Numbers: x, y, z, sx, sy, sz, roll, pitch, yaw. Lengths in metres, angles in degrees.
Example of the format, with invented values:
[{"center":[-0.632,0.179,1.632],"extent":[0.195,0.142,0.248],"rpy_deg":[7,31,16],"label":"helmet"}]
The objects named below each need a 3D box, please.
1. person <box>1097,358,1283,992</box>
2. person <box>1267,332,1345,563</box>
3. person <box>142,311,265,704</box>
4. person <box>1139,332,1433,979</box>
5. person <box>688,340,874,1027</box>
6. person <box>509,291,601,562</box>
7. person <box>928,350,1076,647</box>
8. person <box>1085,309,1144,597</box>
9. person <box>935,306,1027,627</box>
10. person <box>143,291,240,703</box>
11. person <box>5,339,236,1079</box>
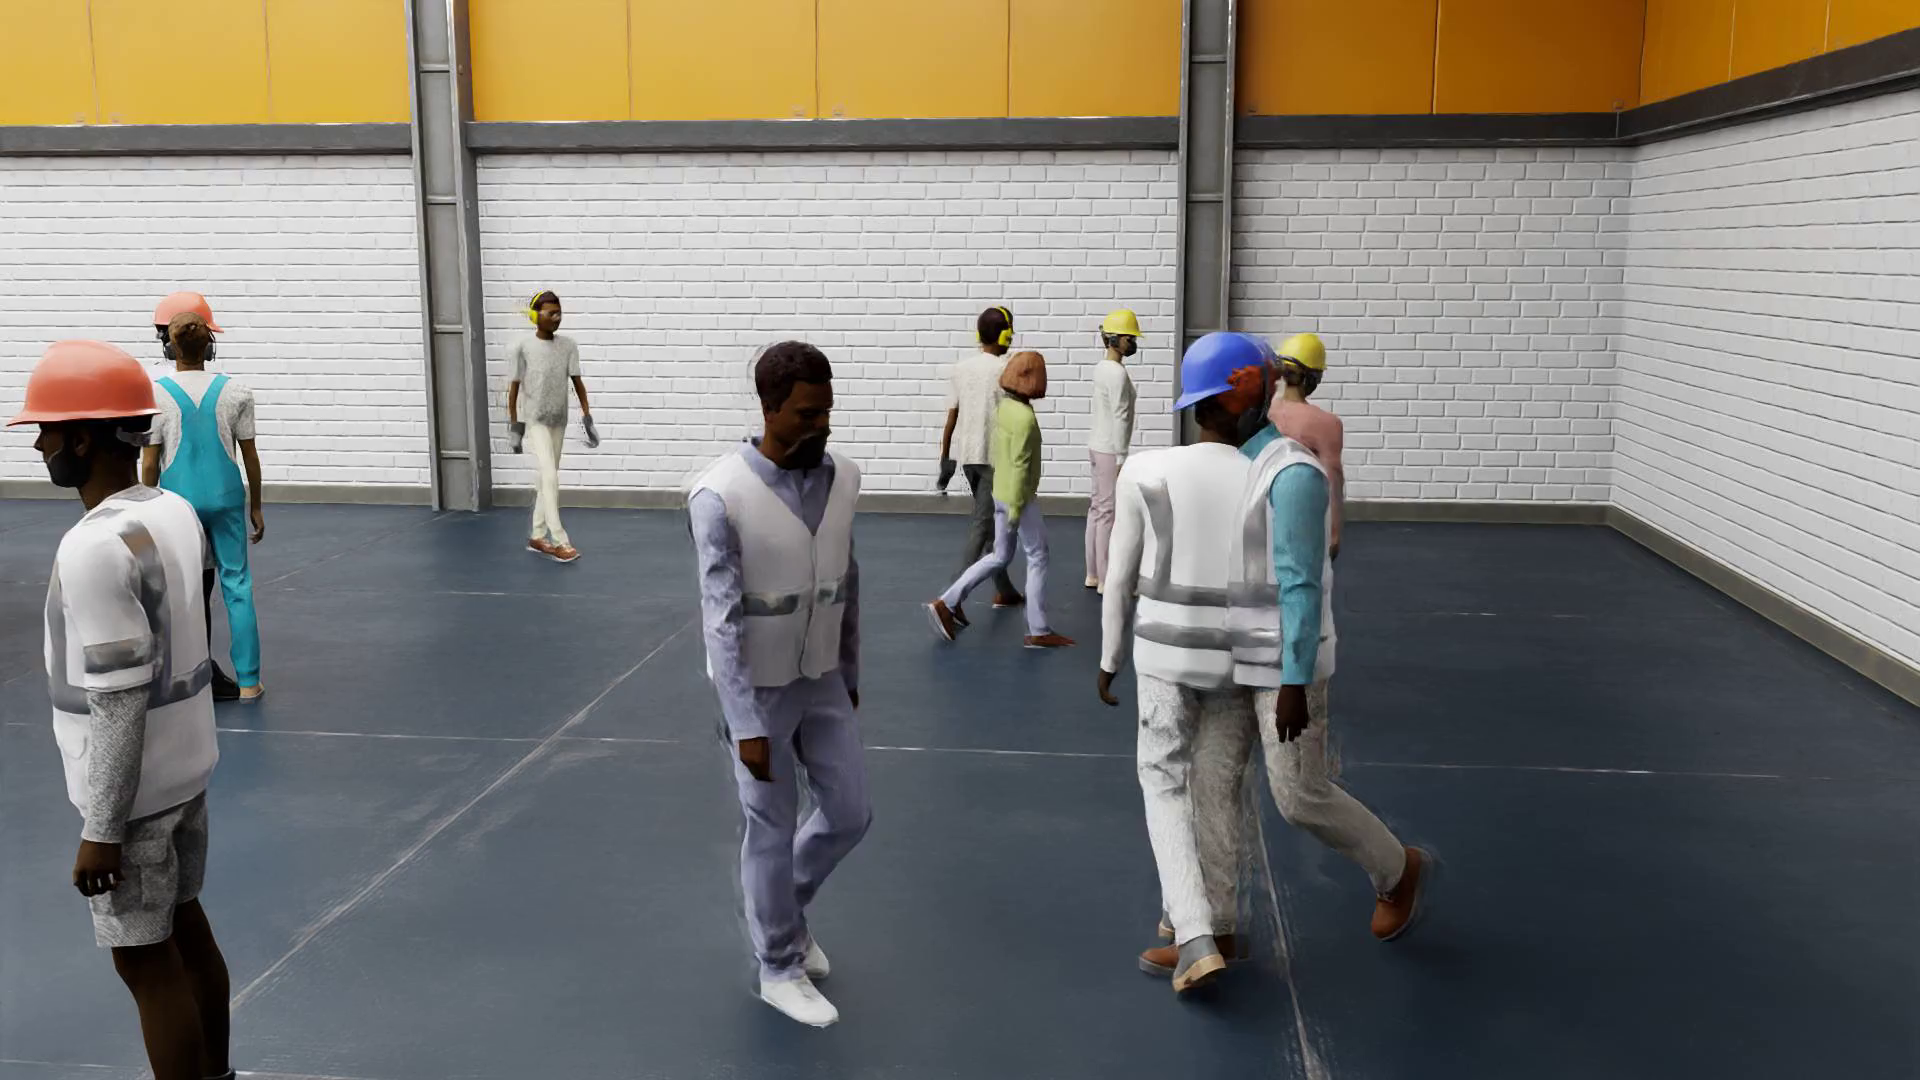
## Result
[{"center":[0.701,0.370,4.872],"extent":[0.599,1.863,0.724],"rpy_deg":[0,10,0],"label":"person"},{"center":[1.489,-0.072,7.623],"extent":[0.539,1.750,0.578],"rpy_deg":[7,12,36],"label":"person"},{"center":[-3.506,-0.130,7.715],"extent":[0.514,1.845,0.338],"rpy_deg":[-6,12,-30],"label":"person"},{"center":[0.980,0.342,4.872],"extent":[0.868,1.898,0.654],"rpy_deg":[-3,10,-19],"label":"person"},{"center":[-0.472,0.404,4.523],"extent":[0.454,1.894,0.618],"rpy_deg":[9,13,41],"label":"person"},{"center":[-2.761,-0.772,11.418],"extent":[0.873,1.835,0.526],"rpy_deg":[9,13,42],"label":"person"},{"center":[0.226,-0.207,8.838],"extent":[0.723,1.606,0.497],"rpy_deg":[-2,10,-14],"label":"person"},{"center":[0.955,-0.535,10.271],"extent":[0.330,1.765,0.526],"rpy_deg":[-2,10,-9],"label":"person"},{"center":[0.122,-0.418,9.570],"extent":[0.554,1.823,1.041],"rpy_deg":[7,12,35],"label":"person"},{"center":[-3.624,-0.197,7.849],"extent":[0.545,1.933,0.376],"rpy_deg":[9,13,42],"label":"person"},{"center":[-1.848,0.527,3.688],"extent":[0.361,1.935,0.553],"rpy_deg":[-2,10,-9],"label":"person"}]
